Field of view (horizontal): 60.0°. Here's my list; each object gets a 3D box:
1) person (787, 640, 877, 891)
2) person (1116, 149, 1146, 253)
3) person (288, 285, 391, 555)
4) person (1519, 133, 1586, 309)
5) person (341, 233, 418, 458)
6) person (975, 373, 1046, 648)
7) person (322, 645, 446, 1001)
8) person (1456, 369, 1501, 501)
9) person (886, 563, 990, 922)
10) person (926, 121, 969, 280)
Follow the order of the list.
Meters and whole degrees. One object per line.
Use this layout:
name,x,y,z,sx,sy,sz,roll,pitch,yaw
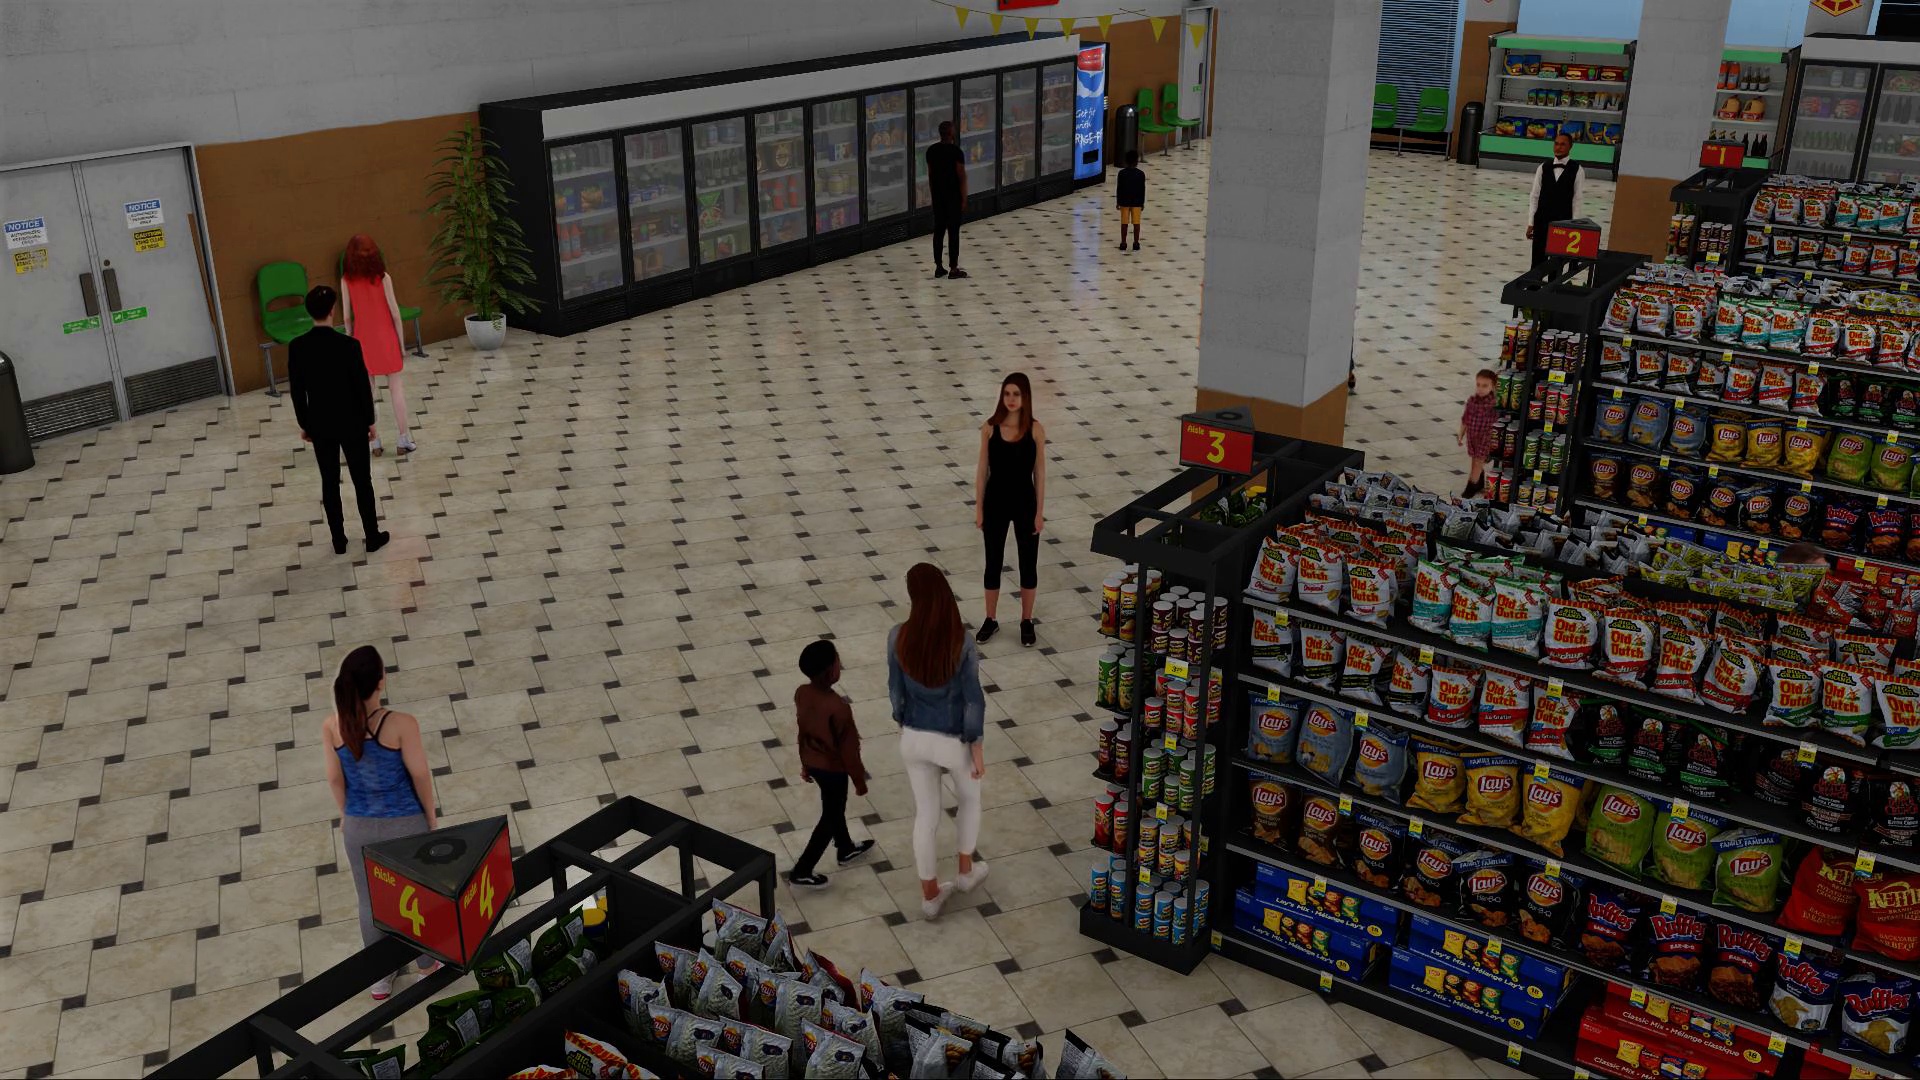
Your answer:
person,-0.652,1.061,7.704,0.707,1.246,0.777,-18,28,-37
person,2.152,-4.279,20.961,0.590,1.271,0.669,2,22,4
person,-4.318,-0.822,11.523,0.770,1.893,0.847,-2,22,-5
person,6.429,-3.436,17.998,0.509,1.916,0.756,14,26,30
person,-4.736,-1.575,13.485,0.644,1.827,0.733,-1,22,-2
person,0.322,-0.194,10.185,0.581,1.726,0.703,4,22,10
person,-2.391,1.180,6.922,0.642,1.610,0.723,0,22,-1
person,3.984,-0.809,12.687,0.677,1.001,0.515,16,27,35
person,-0.141,0.954,7.400,0.716,1.671,0.785,9,24,21
person,-0.154,-3.988,19.502,0.495,1.819,0.727,13,26,30
